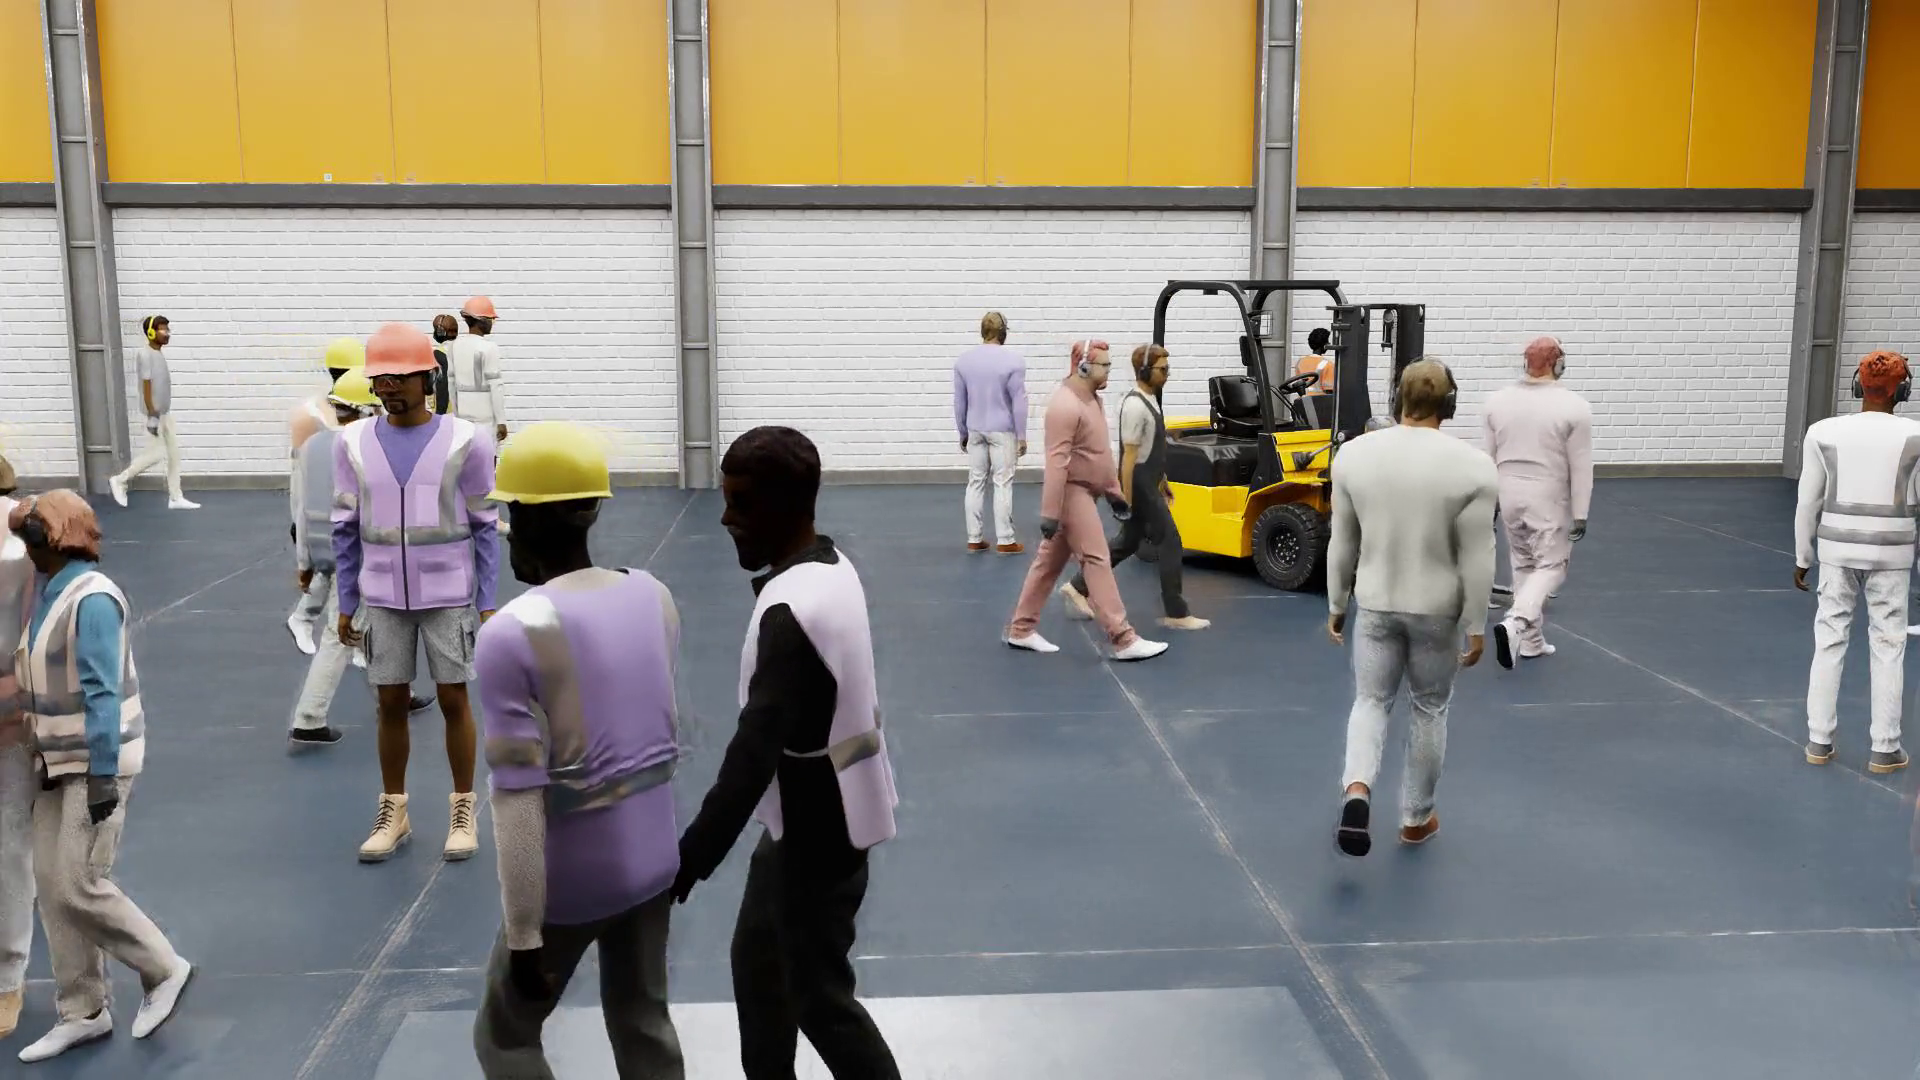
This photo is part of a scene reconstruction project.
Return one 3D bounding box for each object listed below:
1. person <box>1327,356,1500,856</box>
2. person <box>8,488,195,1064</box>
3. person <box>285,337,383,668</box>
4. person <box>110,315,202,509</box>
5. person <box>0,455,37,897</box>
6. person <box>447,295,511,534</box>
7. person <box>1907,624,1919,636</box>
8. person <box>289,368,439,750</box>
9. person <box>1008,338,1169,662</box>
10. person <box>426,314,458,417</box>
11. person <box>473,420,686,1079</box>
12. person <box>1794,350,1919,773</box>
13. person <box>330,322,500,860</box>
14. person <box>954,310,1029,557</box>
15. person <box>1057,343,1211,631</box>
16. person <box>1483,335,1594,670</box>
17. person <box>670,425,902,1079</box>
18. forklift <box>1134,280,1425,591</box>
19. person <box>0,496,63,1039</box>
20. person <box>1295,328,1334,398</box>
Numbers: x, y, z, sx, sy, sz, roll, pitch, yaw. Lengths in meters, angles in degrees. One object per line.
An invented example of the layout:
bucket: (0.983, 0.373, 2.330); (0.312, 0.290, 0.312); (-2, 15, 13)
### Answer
person: (1.669, 0.271, 6.242); (0.636, 1.917, 0.716); (5, 10, 28)
person: (-2.538, 0.660, 4.744); (0.540, 1.606, 0.401); (8, 12, 40)
person: (-3.598, -0.223, 9.502); (0.938, 1.879, 0.596); (4, 10, 25)
person: (-7.612, -1.184, 15.634); (0.701, 1.840, 0.530); (-1, 9, -4)
person: (-3.455, 0.449, 5.790); (0.711, 1.707, 0.484); (-5, 10, -30)
person: (-4.097, -1.068, 14.260); (0.615, 2.040, 0.391); (6, 11, 34)
person: (6.111, -0.181, 9.991); (0.515, 1.616, 0.624); (-7, 11, -38)
person: (-2.897, 0.078, 7.930); (0.613, 1.780, 0.901); (6, 11, 34)
person: (0.706, -0.228, 9.582); (0.971, 1.854, 0.633); (2, 9, 12)
person: (-4.909, -1.248, 16.018); (0.429, 1.842, 0.632); (1, 9, 9)
person: (-0.827, 0.701, 3.582); (0.581, 1.908, 0.597); (6, 11, 32)
person: (4.056, 0.095, 7.450); (0.585, 1.882, 0.337); (7, 11, 36)
person: (-2.044, 0.208, 6.248); (0.613, 2.041, 0.393); (0, 9, -2)
person: (0.253, -0.838, 13.139); (0.635, 1.937, 0.352); (5, 10, 30)
person: (1.082, -0.337, 10.435); (0.939, 1.805, 0.517); (2, 9, 9)
person: (3.220, -0.207, 9.359); (0.785, 1.884, 0.650); (-8, 12, -41)
person: (-0.353, 0.675, 3.839); (0.683, 1.892, 0.607); (0, 9, -1)
forklift: (2.301, -0.860, 12.475); (1.214, 2.155, 2.313); (-6, 11, -35)
person: (-2.842, 0.558, 4.755); (0.645, 1.823, 0.473); (-3, 10, -19)
person: (3.581, -1.298, 16.815); (0.321, 1.690, 0.530); (-5, 10, -30)
